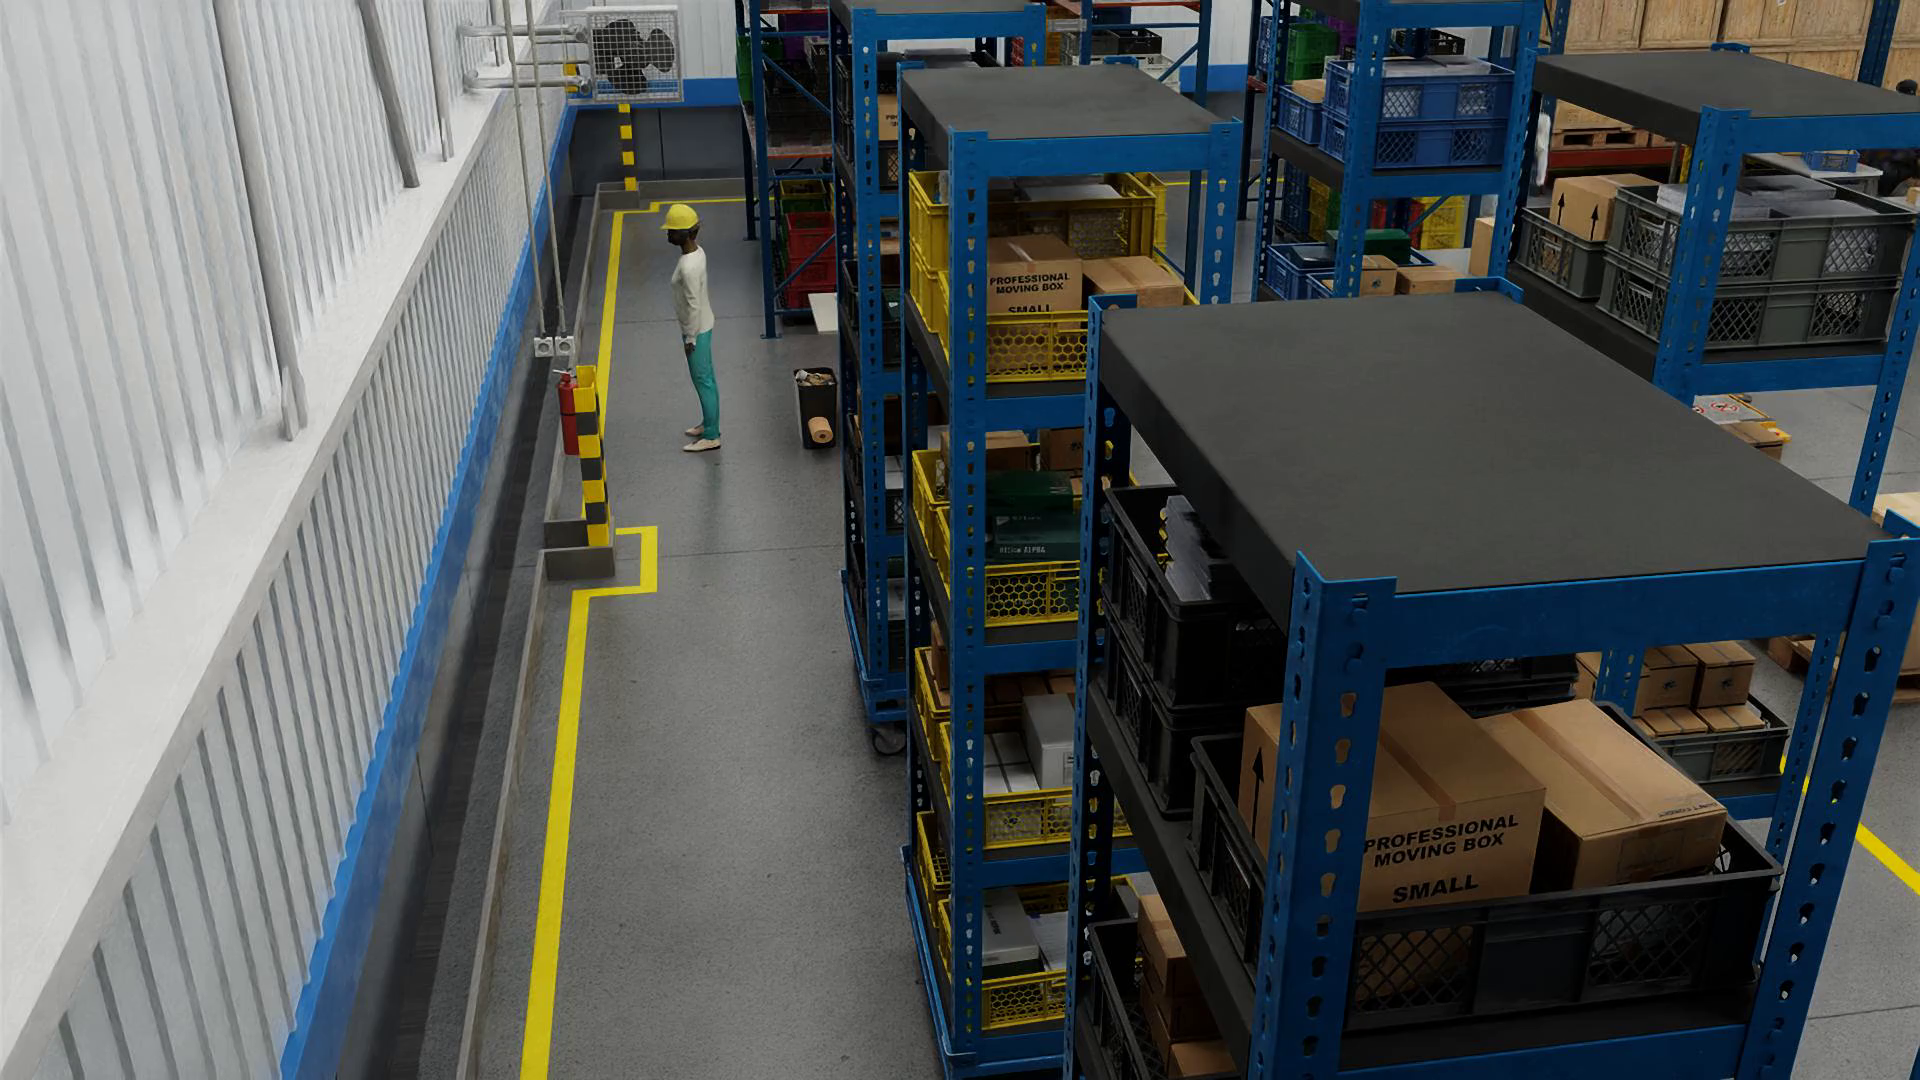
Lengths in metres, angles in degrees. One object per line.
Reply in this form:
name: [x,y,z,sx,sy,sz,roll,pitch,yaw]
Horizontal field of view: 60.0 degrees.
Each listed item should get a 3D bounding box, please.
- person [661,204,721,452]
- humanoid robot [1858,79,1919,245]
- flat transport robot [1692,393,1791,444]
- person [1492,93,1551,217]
person: [-1.897,-1.494,11.753,0.327,1.767,0.529,-1,25,-3]
humanoid robot: [9.555,-3.861,17.011,0.634,1.648,0.410,-9,26,-18]
flat transport robot: [5.224,-0.859,12.132,1.431,0.197,0.652,-4,25,-8]
person: [5.317,-3.507,16.041,0.597,1.835,0.700,-3,25,-7]
